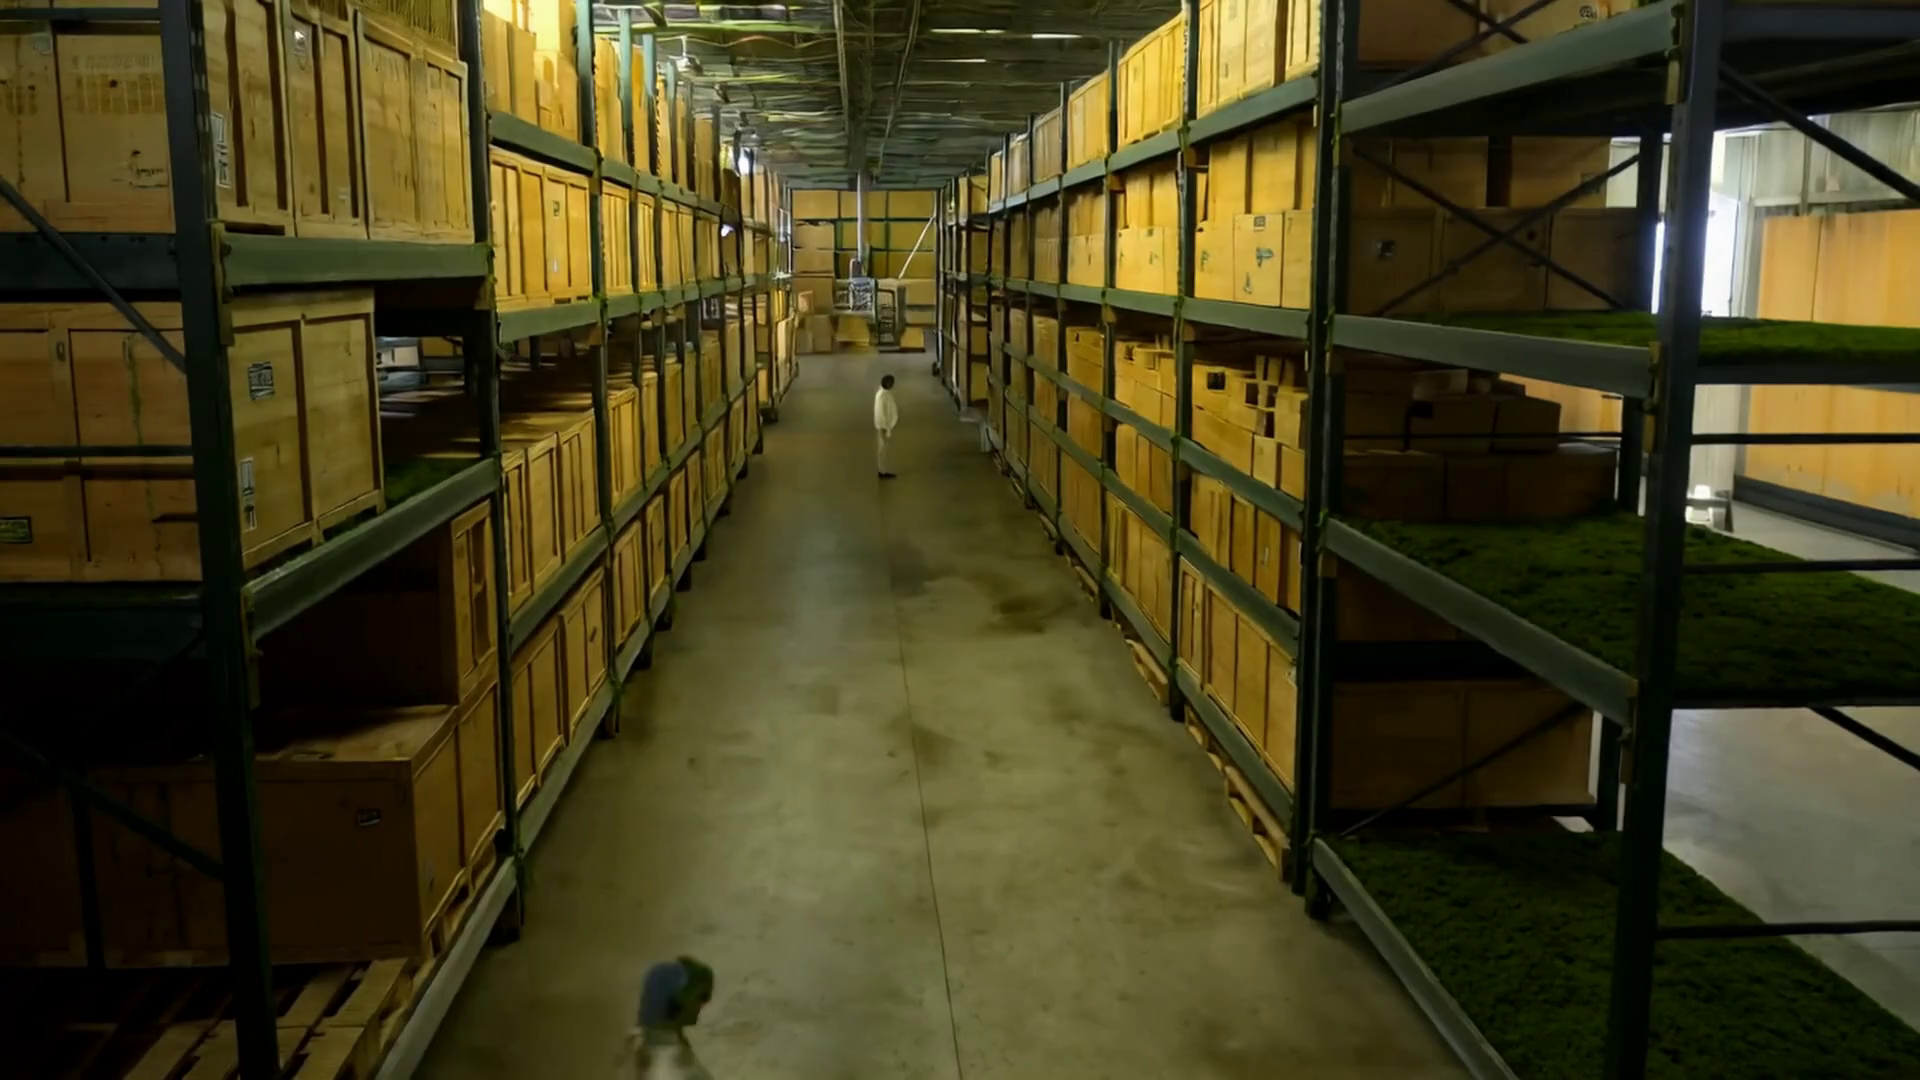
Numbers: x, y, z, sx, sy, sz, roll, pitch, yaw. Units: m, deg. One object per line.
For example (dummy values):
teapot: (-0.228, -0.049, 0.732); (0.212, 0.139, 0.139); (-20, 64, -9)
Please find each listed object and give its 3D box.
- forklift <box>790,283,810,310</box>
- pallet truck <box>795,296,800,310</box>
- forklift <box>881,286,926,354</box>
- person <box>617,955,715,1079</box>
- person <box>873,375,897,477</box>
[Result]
forklift: (-7.635, -10.876, 79.437); (1.129, 2.768, 1.873); (-2, 10, -10)
pallet truck: (-8.622, -12.439, 91.403); (1.885, 1.965, 0.823); (2, 10, 13)
forklift: (-2.362, -9.128, 68.992); (1.873, 2.768, 1.129); (-1, 10, -3)
person: (-0.885, 2.141, 5.482); (0.865, 1.589, 0.527); (-9, 13, -42)
person: (-1.338, -2.035, 29.759); (0.429, 1.835, 0.632); (-2, 10, -12)
